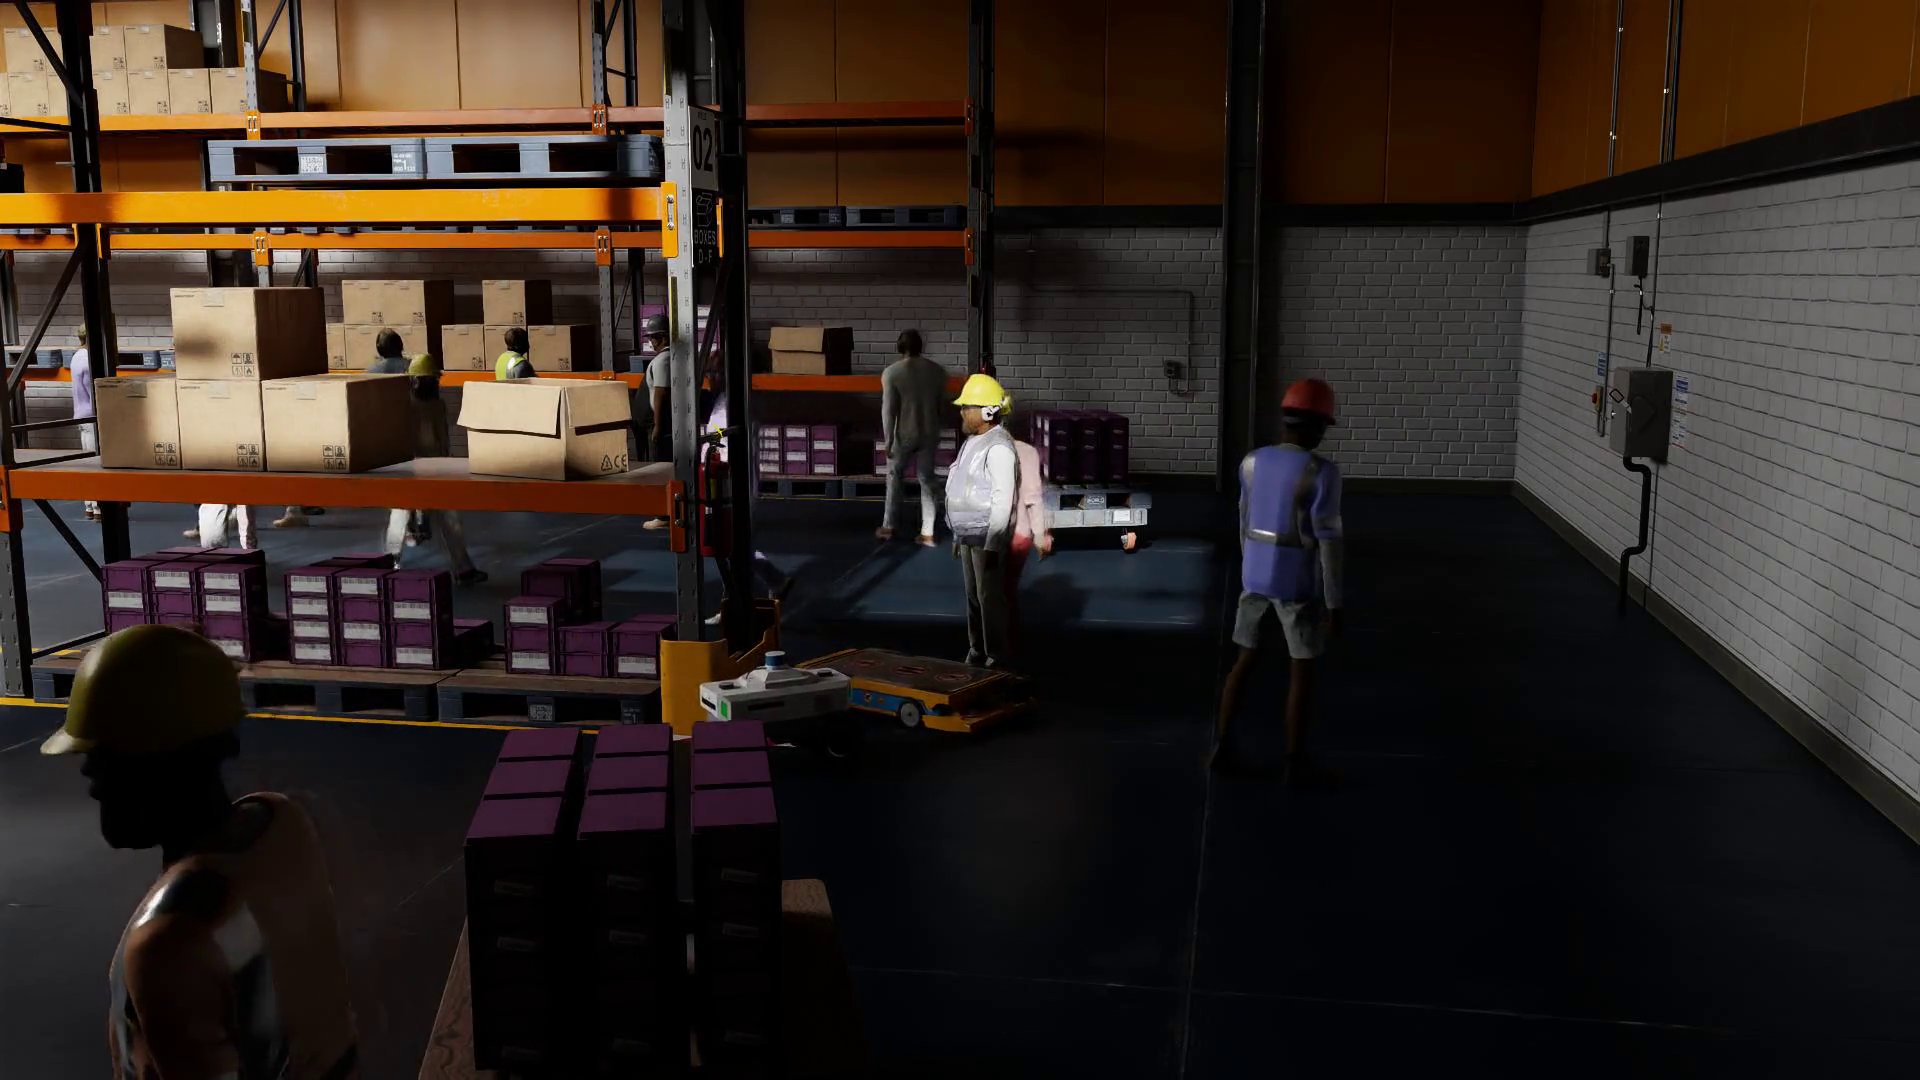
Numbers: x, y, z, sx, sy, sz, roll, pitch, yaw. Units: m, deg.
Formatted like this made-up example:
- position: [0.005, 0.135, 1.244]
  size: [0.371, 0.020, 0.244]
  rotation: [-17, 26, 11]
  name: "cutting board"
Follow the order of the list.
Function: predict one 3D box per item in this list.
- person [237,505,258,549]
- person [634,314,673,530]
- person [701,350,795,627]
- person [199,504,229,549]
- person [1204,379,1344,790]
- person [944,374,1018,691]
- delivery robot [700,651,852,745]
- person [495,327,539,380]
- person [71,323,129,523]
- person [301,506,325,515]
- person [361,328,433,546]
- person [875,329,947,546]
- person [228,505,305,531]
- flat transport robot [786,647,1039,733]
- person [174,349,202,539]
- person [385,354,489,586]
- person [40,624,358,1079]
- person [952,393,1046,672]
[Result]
- position: [-5.964, -0.759, 13.536]
  size: [0.611, 1.995, 0.380]
  rotation: [-7, 11, -35]
  name: "person"
- position: [-2.795, -1.127, 15.676]
  size: [0.535, 2.000, 0.687]
  rotation: [1, 9, 5]
  name: "person"
- position: [-1.482, -0.342, 11.288]
  size: [0.542, 1.893, 0.658]
  rotation: [0, 9, -1]
  name: "person"
- position: [-5.814, -0.618, 13.008]
  size: [0.361, 1.882, 0.575]
  rotation: [-6, 11, -34]
  name: "person"
- position: [1.496, 0.212, 7.767]
  size: [0.542, 1.911, 0.678]
  rotation: [-8, 12, -42]
  name: "person"
- position: [0.115, -0.036, 9.545]
  size: [0.404, 1.835, 0.590]
  rotation: [-3, 10, -17]
  name: "person"
- position: [-0.898, 0.786, 8.115]
  size: [0.707, 0.478, 0.477]
  rotation: [-5, 10, -28]
  name: "delivery robot"
- position: [-4.519, -1.261, 17.117]
  size: [0.429, 1.846, 0.627]
  rotation: [-7, 11, -37]
  name: "person"
- position: [-8.322, -1.132, 16.027]
  size: [0.366, 1.939, 0.635]
  rotation: [-7, 12, -38]
  name: "person"
- position: [-6.562, -1.212, 16.522]
  size: [0.372, 1.939, 0.544]
  rotation: [-5, 10, -26]
  name: "person"
- position: [-4.907, -0.897, 14.626]
  size: [0.664, 1.919, 0.433]
  rotation: [-4, 10, -21]
  name: "person"
- position: [-0.445, -0.917, 14.798]
  size: [0.646, 1.901, 0.782]
  rotation: [-4, 10, -23]
  name: "person"
- position: [-6.605, -0.991, 15.558]
  size: [0.869, 1.803, 0.651]
  rotation: [-1, 9, -5]
  name: "person"
- position: [-0.340, 0.802, 9.185]
  size: [1.431, 0.197, 0.652]
  rotation: [6, 11, 35]
  name: "flat transport robot"
- position: [-6.860, -0.895, 14.891]
  size: [0.420, 1.827, 0.533]
  rotation: [1, 9, 8]
  name: "person"
- position: [-4.092, -0.520, 12.702]
  size: [0.937, 1.788, 0.586]
  rotation: [5, 10, 28]
  name: "person"
- position: [-1.140, 1.050, 2.698]
  size: [0.980, 1.880, 0.594]
  rotation: [0, 9, 0]
  name: "person"
- position: [0.176, -0.002, 9.625]
  size: [0.537, 1.734, 0.800]
  rotation: [6, 11, 33]
  name: "person"
